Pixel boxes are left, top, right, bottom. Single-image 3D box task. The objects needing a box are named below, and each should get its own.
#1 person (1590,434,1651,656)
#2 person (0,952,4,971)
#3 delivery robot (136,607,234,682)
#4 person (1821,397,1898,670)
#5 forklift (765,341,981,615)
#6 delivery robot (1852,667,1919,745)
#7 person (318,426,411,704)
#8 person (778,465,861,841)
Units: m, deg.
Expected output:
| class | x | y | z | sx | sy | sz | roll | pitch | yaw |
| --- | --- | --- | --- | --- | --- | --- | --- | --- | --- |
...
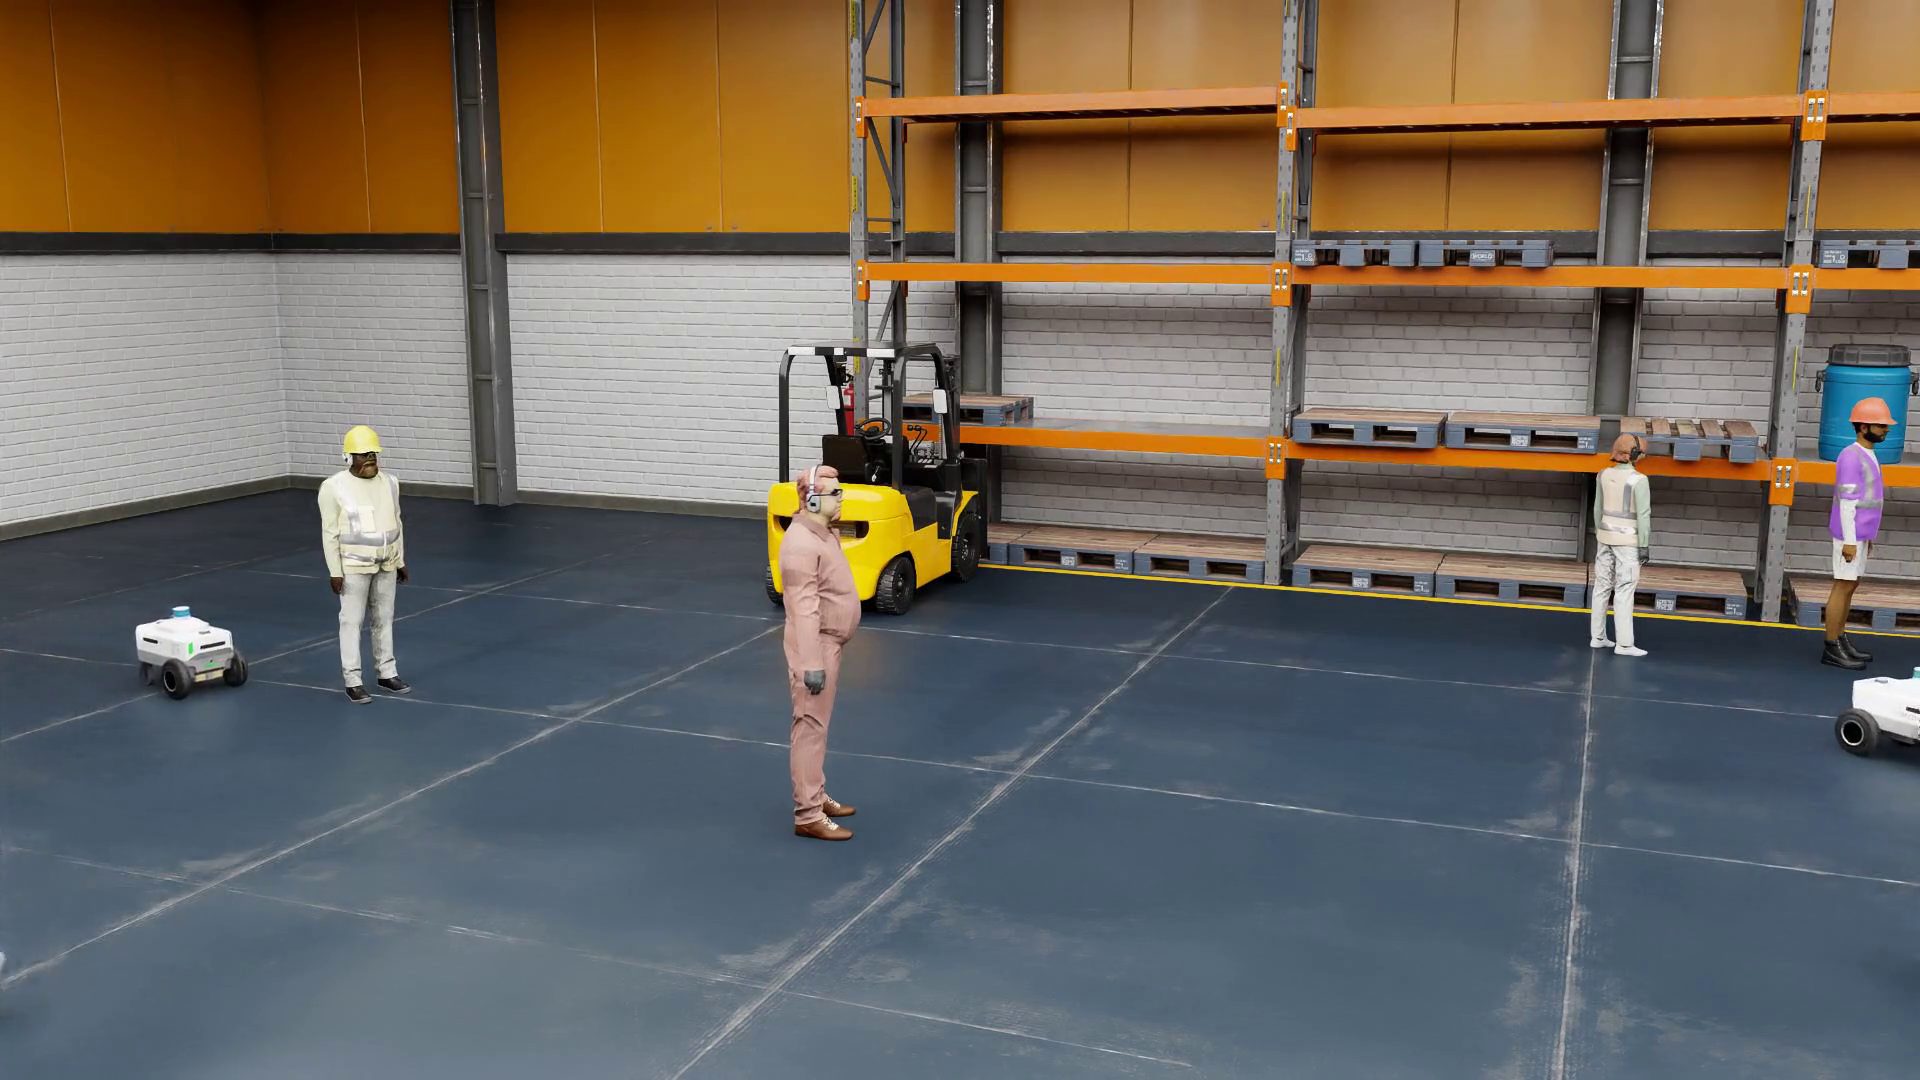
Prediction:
| class | x | y | z | sx | sy | sz | roll | pitch | yaw |
| --- | --- | --- | --- | --- | --- | --- | --- | --- | --- |
| person | 4.867 | 0.034 | 12.249 | 0.310 | 1.640 | 0.514 | -4 | 11 | -21 |
| person | -4.112 | 1.125 | 6.287 | 0.699 | 1.608 | 0.495 | -2 | 10 | -12 |
| delivery robot | -5.280 | 0.697 | 11.313 | 0.707 | 0.478 | 0.477 | 7 | 12 | 34 |
| person | 6.426 | -0.052 | 11.895 | 0.360 | 1.939 | 0.543 | 8 | 13 | 38 |
| forklift | -0.739 | -0.602 | 14.246 | 1.214 | 2.155 | 2.313 | 4 | 11 | 21 |
| delivery robot | 5.601 | 0.985 | 9.696 | 0.477 | 0.478 | 0.707 | -5 | 11 | -23 |
| person | -3.928 | 0.154 | 11.042 | 0.404 | 1.833 | 0.587 | 7 | 12 | 35 |
| person | -0.710 | 0.565 | 8.542 | 0.406 | 1.910 | 0.639 | 0 | 10 | 1 |
